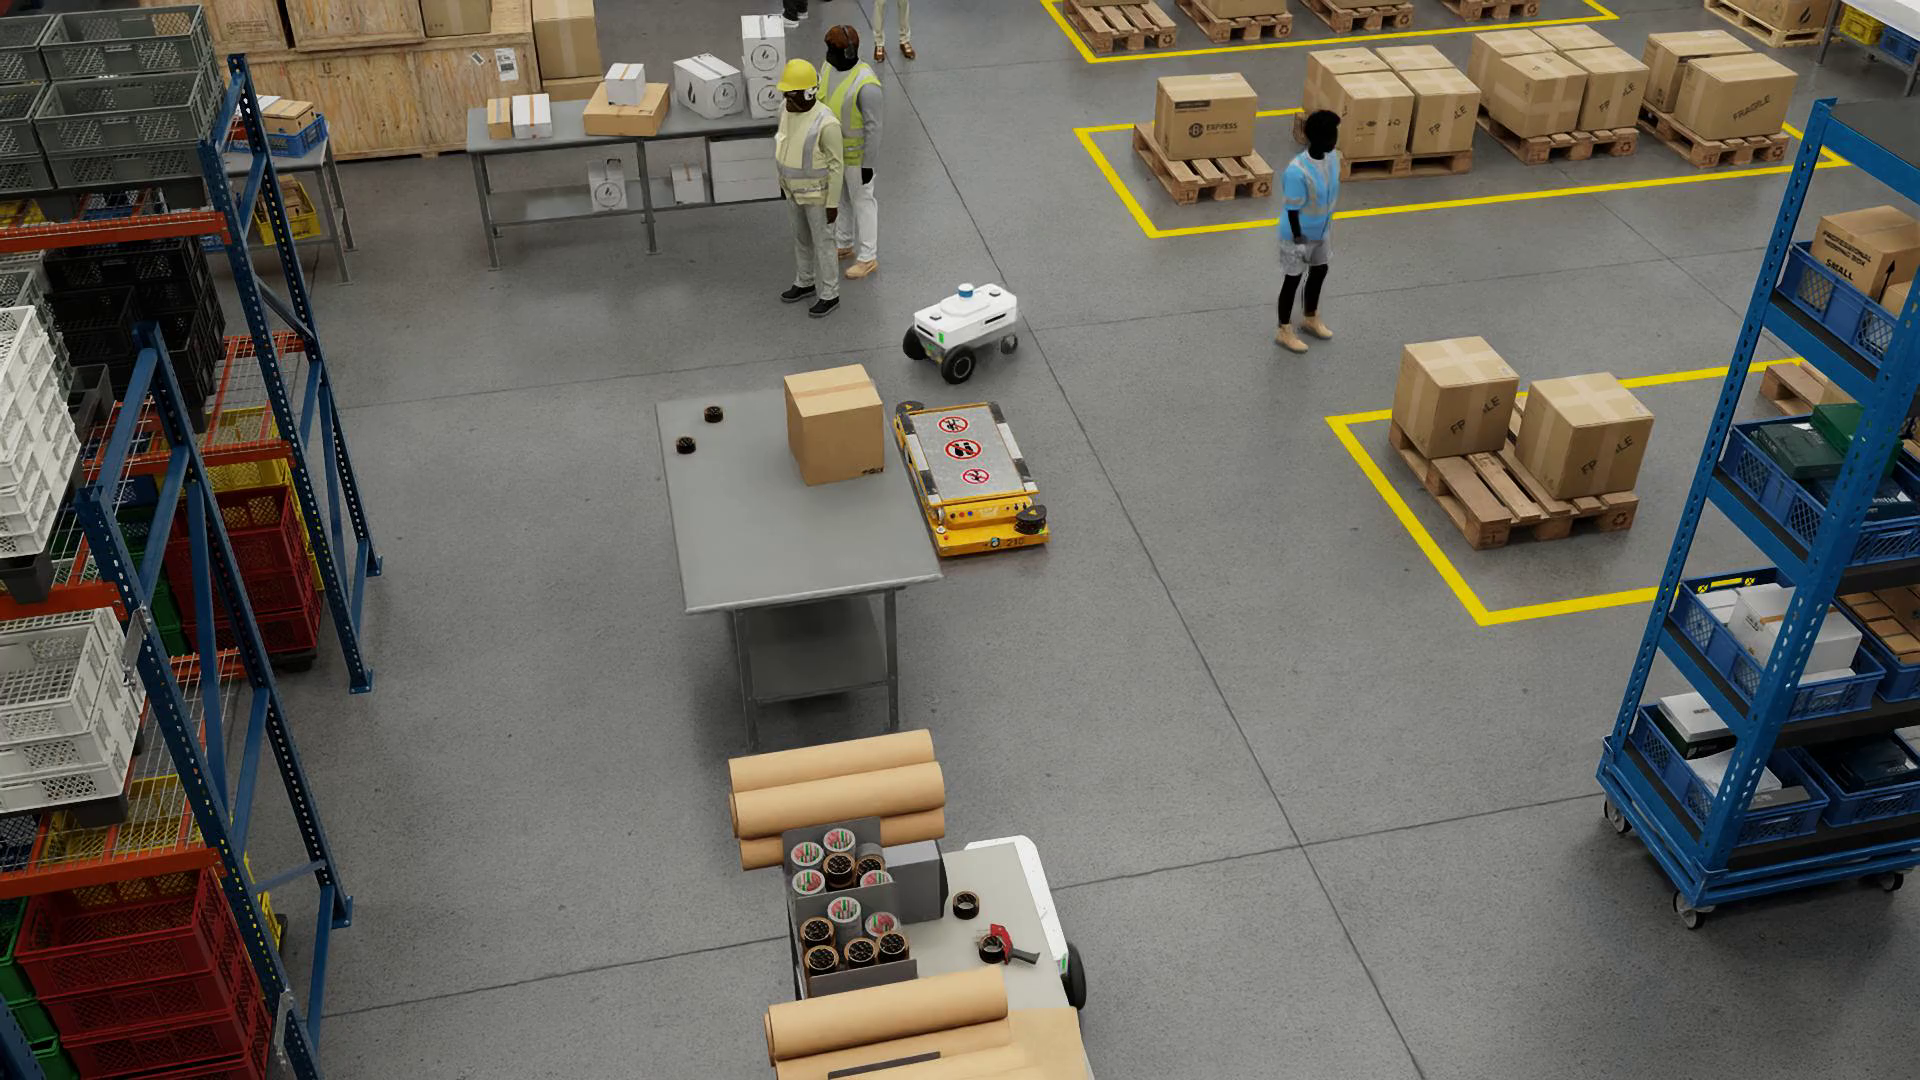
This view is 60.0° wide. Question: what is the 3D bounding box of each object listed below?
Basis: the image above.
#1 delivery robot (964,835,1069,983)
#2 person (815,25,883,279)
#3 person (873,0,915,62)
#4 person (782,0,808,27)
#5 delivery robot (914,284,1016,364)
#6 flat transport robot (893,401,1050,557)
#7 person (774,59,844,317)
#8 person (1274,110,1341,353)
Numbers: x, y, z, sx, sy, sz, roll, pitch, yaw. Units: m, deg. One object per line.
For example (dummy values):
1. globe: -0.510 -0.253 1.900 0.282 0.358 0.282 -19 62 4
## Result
1. delivery robot: 0.223 1.590 7.082 0.477 0.478 0.707 -7 37 -9
2. person: -0.814 -2.799 11.986 0.429 1.844 0.627 -26 44 -30
3. person: -0.626 -5.384 15.456 0.515 1.857 0.355 -10 38 -14
4. person: -1.704 -5.996 16.221 0.370 1.915 0.597 14 39 18
5. delivery robot: 0.040 -1.495 11.228 0.707 0.478 0.477 -26 44 -31
6. flat transport robot: 0.046 -0.430 10.108 0.652 0.197 1.431 -8 37 -10
7. person: -1.059 -2.430 11.498 0.404 1.830 0.603 -29 46 -33
8. person: 2.325 -2.062 11.119 0.548 1.691 0.352 -29 45 -33
